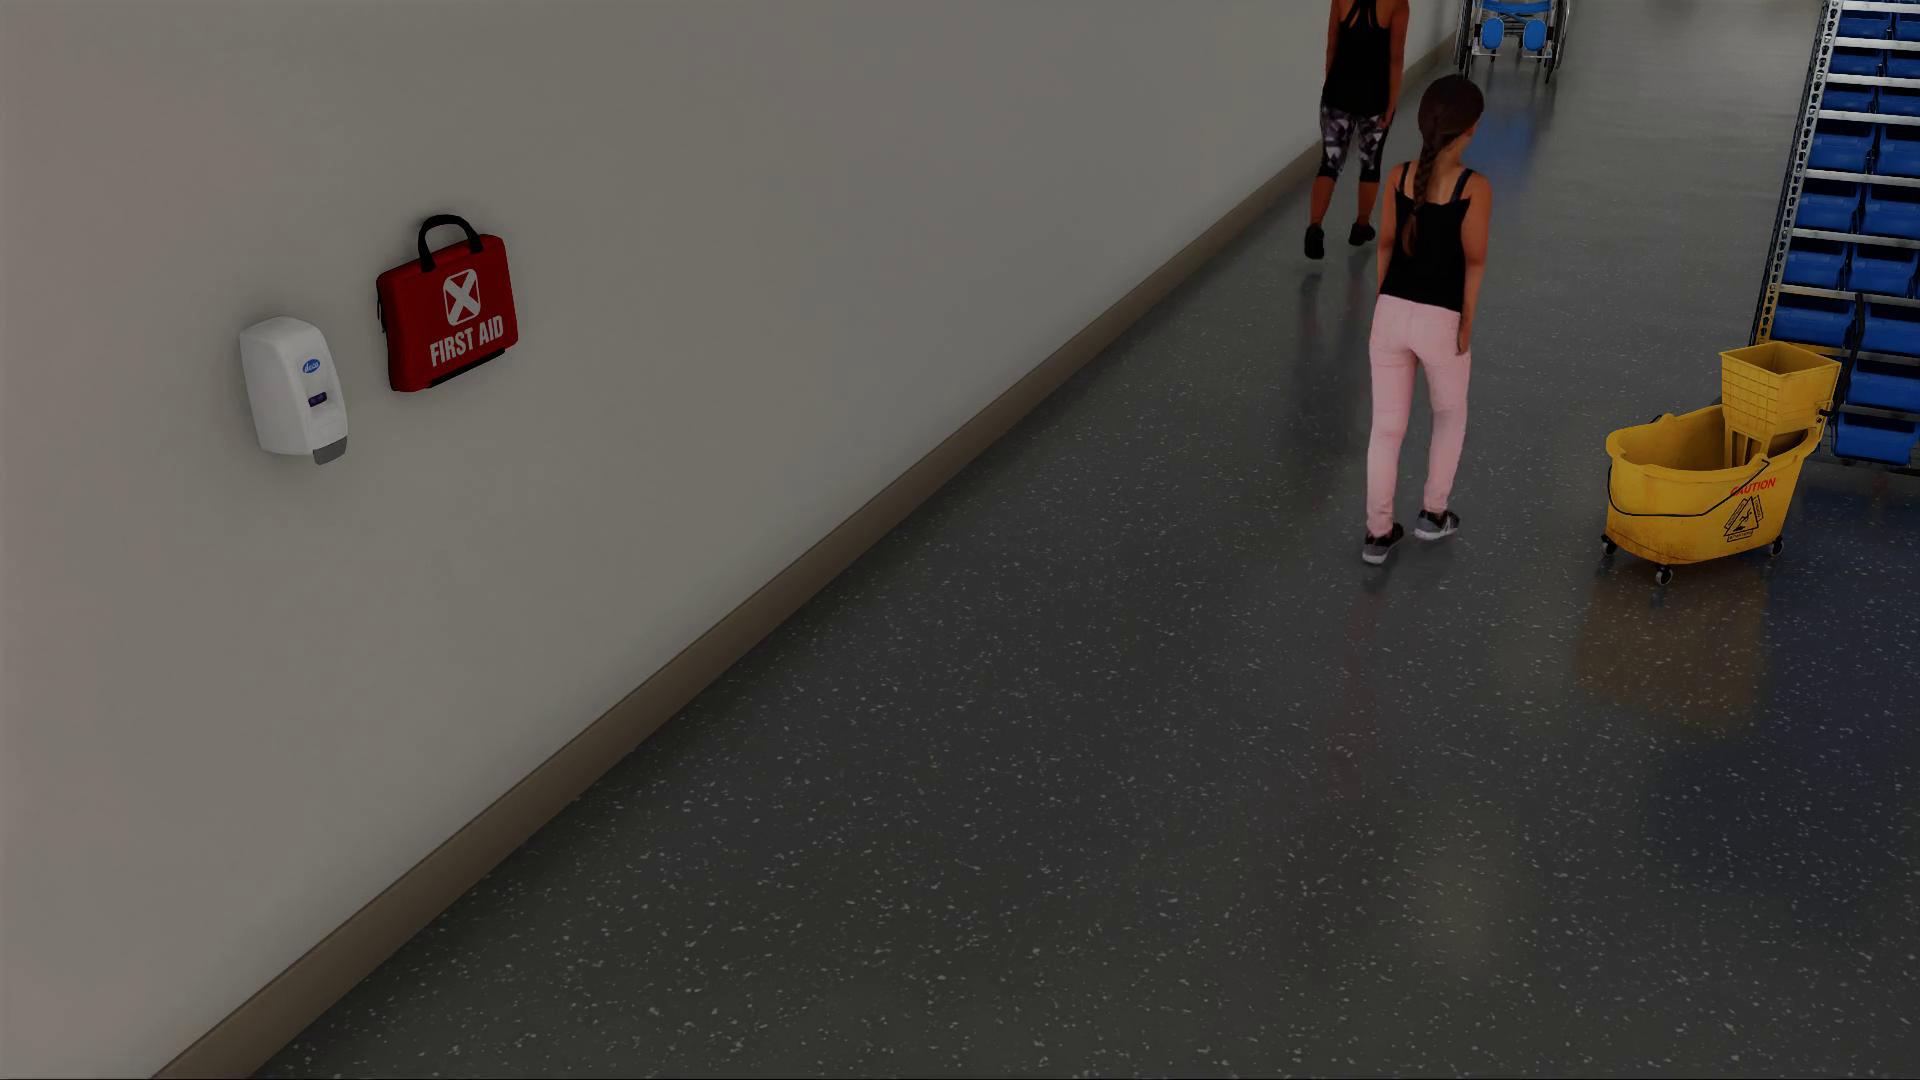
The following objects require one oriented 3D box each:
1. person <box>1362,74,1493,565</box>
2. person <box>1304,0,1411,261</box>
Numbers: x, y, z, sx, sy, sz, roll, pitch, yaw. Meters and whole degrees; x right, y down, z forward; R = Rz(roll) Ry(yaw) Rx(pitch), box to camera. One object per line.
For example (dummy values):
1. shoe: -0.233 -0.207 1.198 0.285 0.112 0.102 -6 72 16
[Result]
1. person: 1.426 -0.647 5.216 0.601 1.550 0.594 13 29 26
2. person: 1.967 -2.215 8.369 0.983 1.637 0.651 13 28 24
